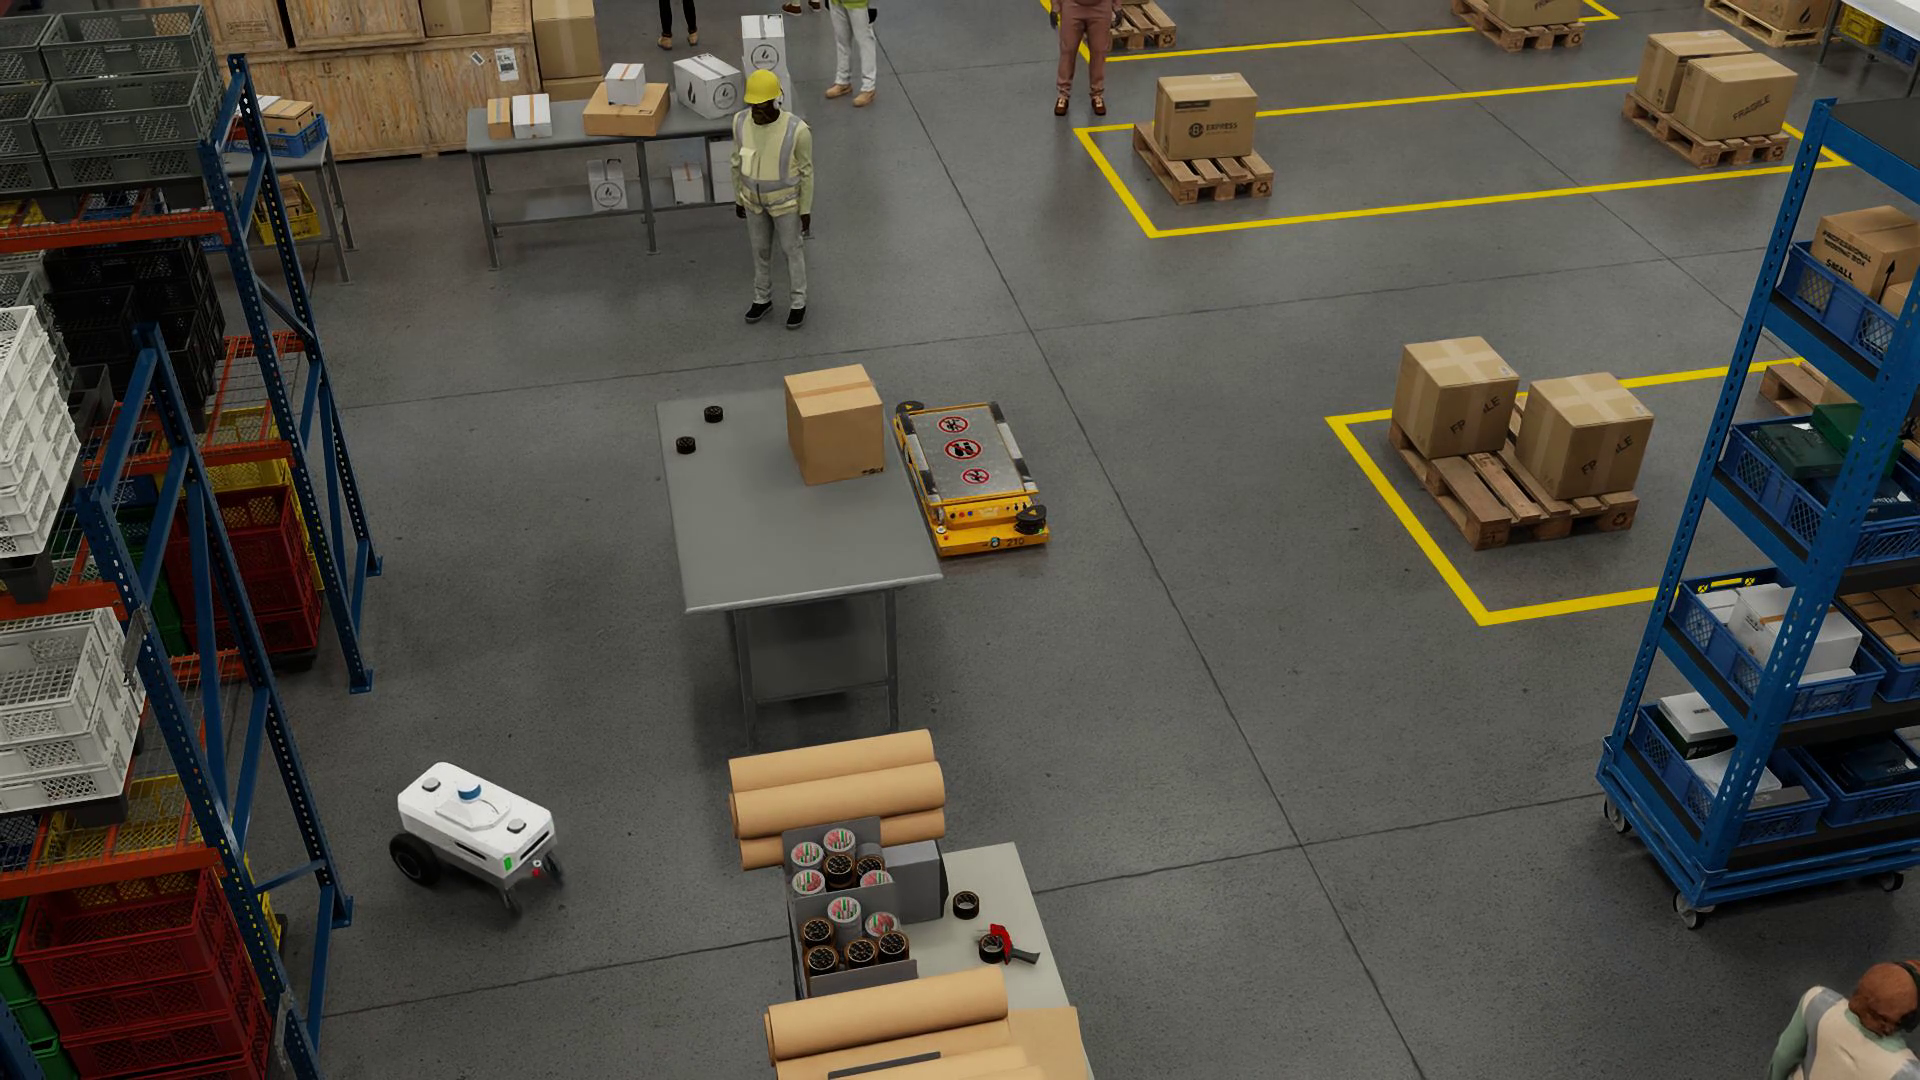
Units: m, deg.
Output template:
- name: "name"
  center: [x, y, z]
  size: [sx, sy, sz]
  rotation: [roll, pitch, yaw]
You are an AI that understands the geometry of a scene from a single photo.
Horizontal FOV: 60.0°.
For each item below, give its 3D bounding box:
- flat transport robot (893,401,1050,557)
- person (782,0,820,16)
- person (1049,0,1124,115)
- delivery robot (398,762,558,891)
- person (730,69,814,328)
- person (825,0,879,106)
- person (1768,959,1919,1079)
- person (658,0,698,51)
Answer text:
- name: "flat transport robot"
  center: [0.046, -0.430, 10.108]
  size: [0.652, 0.197, 1.431]
  rotation: [-8, 37, -10]
- name: "person"
  center: [-1.640, -6.172, 16.495]
  size: [0.521, 1.873, 0.335]
  rotation: [-17, 40, -21]
- name: "person"
  center: [1.101, -4.608, 14.371]
  size: [0.681, 1.899, 0.393]
  rotation: [0, 37, 0]
- name: "delivery robot"
  center: [-2.175, 1.272, 7.503]
  size: [0.707, 0.478, 0.477]
  rotation: [20, 40, 24]
- name: "person"
  center: [-1.286, -2.319, 11.348]
  size: [0.596, 1.832, 0.404]
  rotation: [11, 38, 15]
- name: "person"
  center: [-0.966, -4.751, 14.614]
  size: [0.625, 1.839, 0.430]
  rotation: [26, 44, 31]
- name: "person"
  center: [2.961, 2.022, 5.675]
  size: [0.312, 1.638, 0.512]
  rotation: [-18, 40, -23]
- name: "person"
  center: [-2.748, -5.506, 15.743]
  size: [0.536, 1.697, 0.318]
  rotation: [-15, 39, -20]
